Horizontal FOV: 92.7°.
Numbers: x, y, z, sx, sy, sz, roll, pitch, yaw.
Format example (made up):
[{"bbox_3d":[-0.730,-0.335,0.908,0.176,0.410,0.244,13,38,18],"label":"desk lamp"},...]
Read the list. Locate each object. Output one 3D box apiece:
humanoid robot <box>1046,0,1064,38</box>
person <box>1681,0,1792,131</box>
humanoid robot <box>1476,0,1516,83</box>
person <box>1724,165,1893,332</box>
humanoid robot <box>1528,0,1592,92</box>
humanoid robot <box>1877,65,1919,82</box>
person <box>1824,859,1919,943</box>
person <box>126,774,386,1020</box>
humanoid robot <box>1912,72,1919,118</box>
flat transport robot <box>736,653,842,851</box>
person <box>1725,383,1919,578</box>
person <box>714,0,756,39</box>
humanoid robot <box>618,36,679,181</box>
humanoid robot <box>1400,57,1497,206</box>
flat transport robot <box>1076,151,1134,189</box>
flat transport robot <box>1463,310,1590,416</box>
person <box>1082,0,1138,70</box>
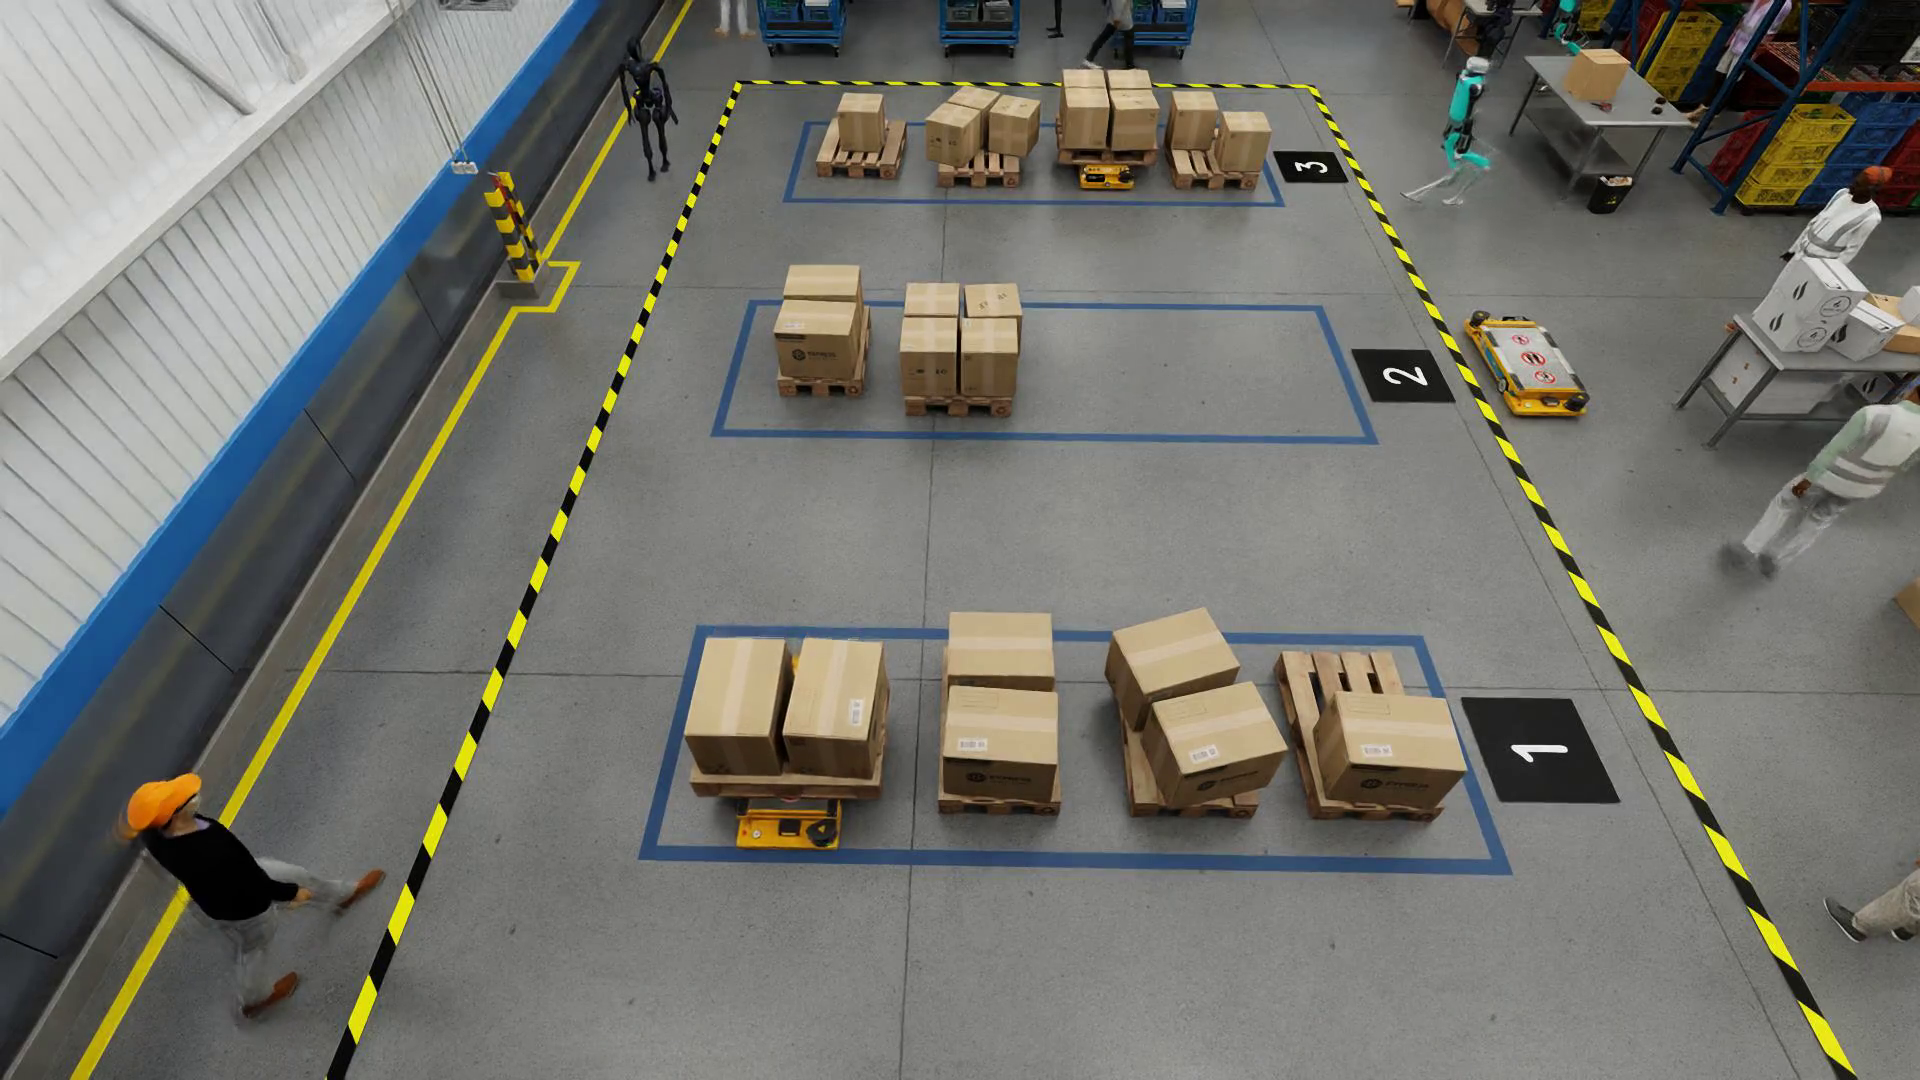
[{"bbox_3d":[1.501,-8.660,14.089,0.315,1.655,0.599,1,49,1],"label":"humanoid robot"},{"bbox_3d":[10.137,-6.385,11.888,0.392,2.042,0.609,2,49,2],"label":"person"},{"bbox_3d":[7.502,-7.229,12.850,0.315,1.655,0.599,1,49,1],"label":"humanoid robot"},{"bbox_3d":[8.156,-2.669,8.776,0.347,1.881,0.576,2,49,2],"label":"person"},{"bbox_3d":[8.468,-7.062,12.586,0.735,1.677,0.533,1,49,1],"label":"humanoid robot"},{"bbox_3d":[13.737,-7.290,12.783,0.735,1.677,0.533,1,49,1],"label":"humanoid robot"},{"bbox_3d":[5.580,1.786,4.994,0.567,1.766,0.397,2,49,2],"label":"person"},{"bbox_3d":[-3.880,1.887,4.869,0.587,1.838,0.951,26,54,21],"label":"person"},{"bbox_3d":[12.618,-5.970,11.760,0.315,1.655,0.599,1,49,1],"label":"humanoid robot"},{"bbox_3d":[-1.100,1.401,6.302,0.652,0.197,1.431,1,49,1],"label":"flat transport robot"},{"bbox_3d":[6.641,-0.474,6.862,0.633,1.902,0.534,14,51,12],"label":"person"},{"bbox_3d":[-3.548,-8.684,14.039,0.779,1.802,0.444,10,50,9],"label":"person"},{"bbox_3d":[-3.765,-5.222,11.131,0.601,1.646,0.591,-5,49,-4],"label":"humanoid robot"},{"bbox_3d":[5.836,-4.616,10.553,1.004,1.730,0.552,1,49,1],"label":"humanoid robot"},{"bbox_3d":[1.845,-4.982,11.827,0.652,0.197,1.431,1,49,1],"label":"flat transport robot"},{"bbox_3d":[5.573,-1.757,9.054,0.659,0.231,1.431,1,49,1],"label":"flat transport robot"},{"bbox_3d":[2.277,-7.623,13.119,0.934,1.805,0.595,3,49,3],"label":"person"}]
